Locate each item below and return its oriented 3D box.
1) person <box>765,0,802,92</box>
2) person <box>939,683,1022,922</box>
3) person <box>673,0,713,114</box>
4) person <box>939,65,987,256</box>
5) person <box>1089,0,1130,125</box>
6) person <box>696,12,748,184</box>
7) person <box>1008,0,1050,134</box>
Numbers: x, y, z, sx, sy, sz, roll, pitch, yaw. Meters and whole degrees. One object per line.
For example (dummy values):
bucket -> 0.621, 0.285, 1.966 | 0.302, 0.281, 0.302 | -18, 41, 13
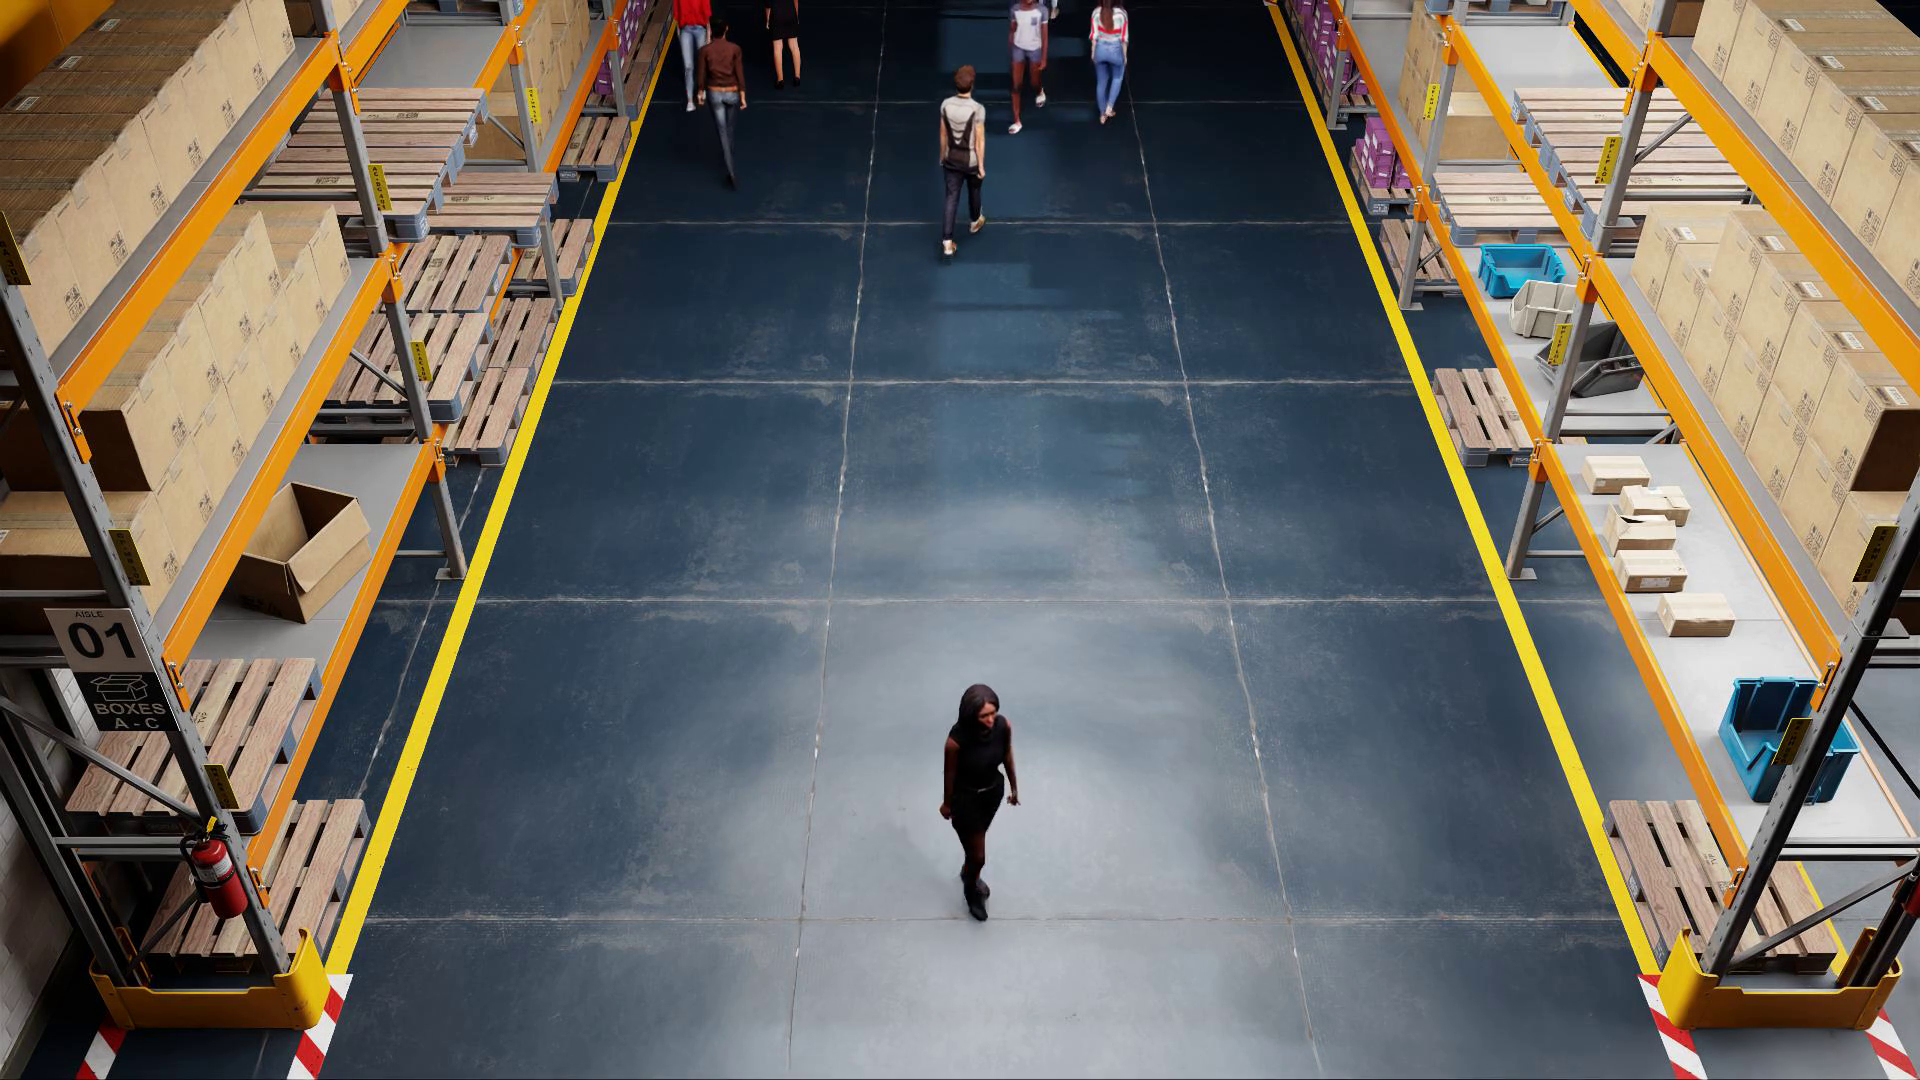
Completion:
person -> -2.066, -6.069, 19.375 | 0.606, 1.677, 0.577 | -14, 41, -16
person -> 0.050, 1.477, 9.885 | 0.758, 1.729, 0.807 | -24, 44, -27
person -> -3.020, -5.815, 19.063 | 0.615, 1.670, 0.990 | 0, 39, 0
person -> -0.006, -3.662, 16.218 | 0.905, 1.855, 1.268 | 11, 40, 14
person -> 1.655, -5.421, 18.620 | 0.675, 1.607, 0.663 | 10, 40, 12
person -> -2.477, -4.599, 17.493 | 0.856, 1.729, 1.229 | -9, 40, -11
person -> 0.785, -5.449, 18.574 | 0.770, 1.709, 1.044 | 11, 40, 13
